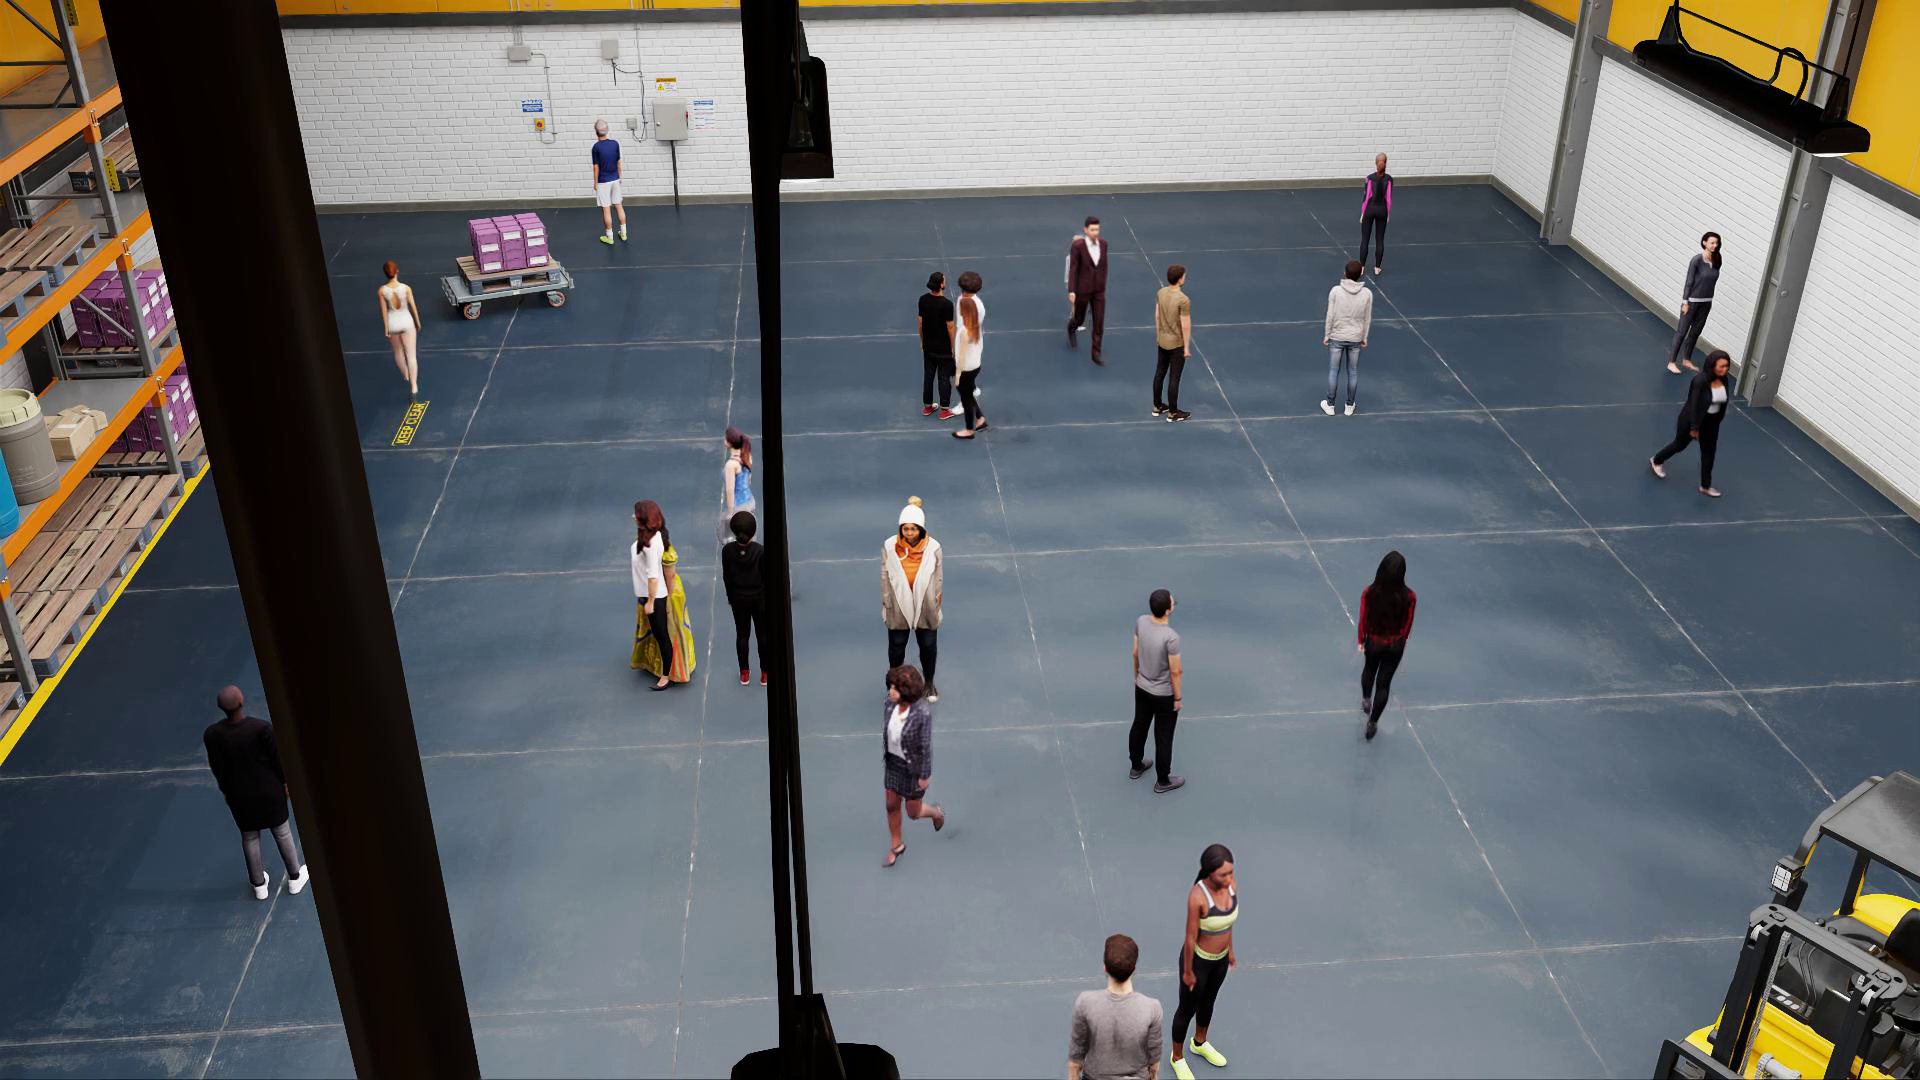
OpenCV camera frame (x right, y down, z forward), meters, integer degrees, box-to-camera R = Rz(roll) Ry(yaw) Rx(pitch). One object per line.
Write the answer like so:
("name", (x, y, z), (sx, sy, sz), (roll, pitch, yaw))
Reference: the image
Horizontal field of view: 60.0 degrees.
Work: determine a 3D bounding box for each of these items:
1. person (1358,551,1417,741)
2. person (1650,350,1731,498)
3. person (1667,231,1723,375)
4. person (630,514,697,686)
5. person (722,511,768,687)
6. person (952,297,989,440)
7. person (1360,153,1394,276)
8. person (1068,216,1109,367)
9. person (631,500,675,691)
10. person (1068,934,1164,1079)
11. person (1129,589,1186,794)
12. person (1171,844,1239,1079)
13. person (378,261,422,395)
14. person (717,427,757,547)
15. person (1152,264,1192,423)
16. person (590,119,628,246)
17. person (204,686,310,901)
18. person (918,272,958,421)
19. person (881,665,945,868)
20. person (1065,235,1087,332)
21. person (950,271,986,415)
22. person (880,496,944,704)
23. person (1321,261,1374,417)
("person", (3.462, 0.901, 13.549), (0.750, 1.636, 0.901), (8, 30, 14))
("person", (7.744, -1.278, 17.602), (0.891, 1.579, 1.196), (-12, 31, -21))
("person", (9.051, -2.934, 20.442), (0.668, 1.767, 0.616), (-11, 30, -19))
("person", (-2.589, 0.462, 14.329), (1.063, 1.659, 0.961), (-21, 35, -34))
("person", (-1.795, 0.497, 14.249), (0.637, 1.675, 0.606), (3, 29, 6))
("person", (0.167, -1.909, 18.619), (0.775, 1.714, 0.681), (8, 30, 15))
("person", (5.879, -4.621, 23.551), (0.585, 1.752, 0.605), (2, 29, 3))
("person", (1.582, -3.147, 20.760), (0.891, 1.837, 1.236), (-10, 30, -17))
("person", (-2.595, 0.456, 14.199), (0.688, 1.795, 0.488), (-6, 29, -10))
("person", (0.855, 3.099, 9.261), (0.777, 1.884, 0.833), (7, 29, 12))
("person", (1.533, 1.152, 12.965), (0.768, 1.755, 0.679), (-23, 36, -36))
("person", (1.513, 2.595, 10.320), (0.640, 1.754, 0.661), (-19, 34, -31))
("person", (-6.650, -2.490, 19.797), (0.735, 1.604, 1.117), (-9, 30, -16))
("person", (-2.044, -0.300, 15.789), (0.755, 1.598, 0.678), (14, 32, 24))
("person", (2.431, -2.283, 19.161), (0.811, 1.851, 0.698), (-20, 34, -32))
("person", (-5.258, -5.355, 24.809), (0.711, 1.836, 0.742), (-24, 37, -37))
("person", (-5.008, 1.784, 11.799), (0.663, 1.762, 0.586), (-6, 29, -11))
("person", (-0.259, -2.253, 19.203), (0.727, 1.758, 0.760), (17, 33, 28))
("person", (-0.341, 1.636, 12.147), (0.895, 1.688, 0.956), (22, 35, 34))
("person", (1.531, -3.397, 21.837), (0.667, 1.245, 0.910), (-11, 30, -19))
("person", (0.159, -2.284, 19.228), (0.886, 1.788, 0.794), (-13, 31, -23))
("person", (-0.398, 0.504, 14.011), (0.683, 1.890, 0.655), (-1, 29, -2))
("person", (4.472, -2.342, 19.267), (0.688, 1.853, 0.596), (1, 29, 1))
